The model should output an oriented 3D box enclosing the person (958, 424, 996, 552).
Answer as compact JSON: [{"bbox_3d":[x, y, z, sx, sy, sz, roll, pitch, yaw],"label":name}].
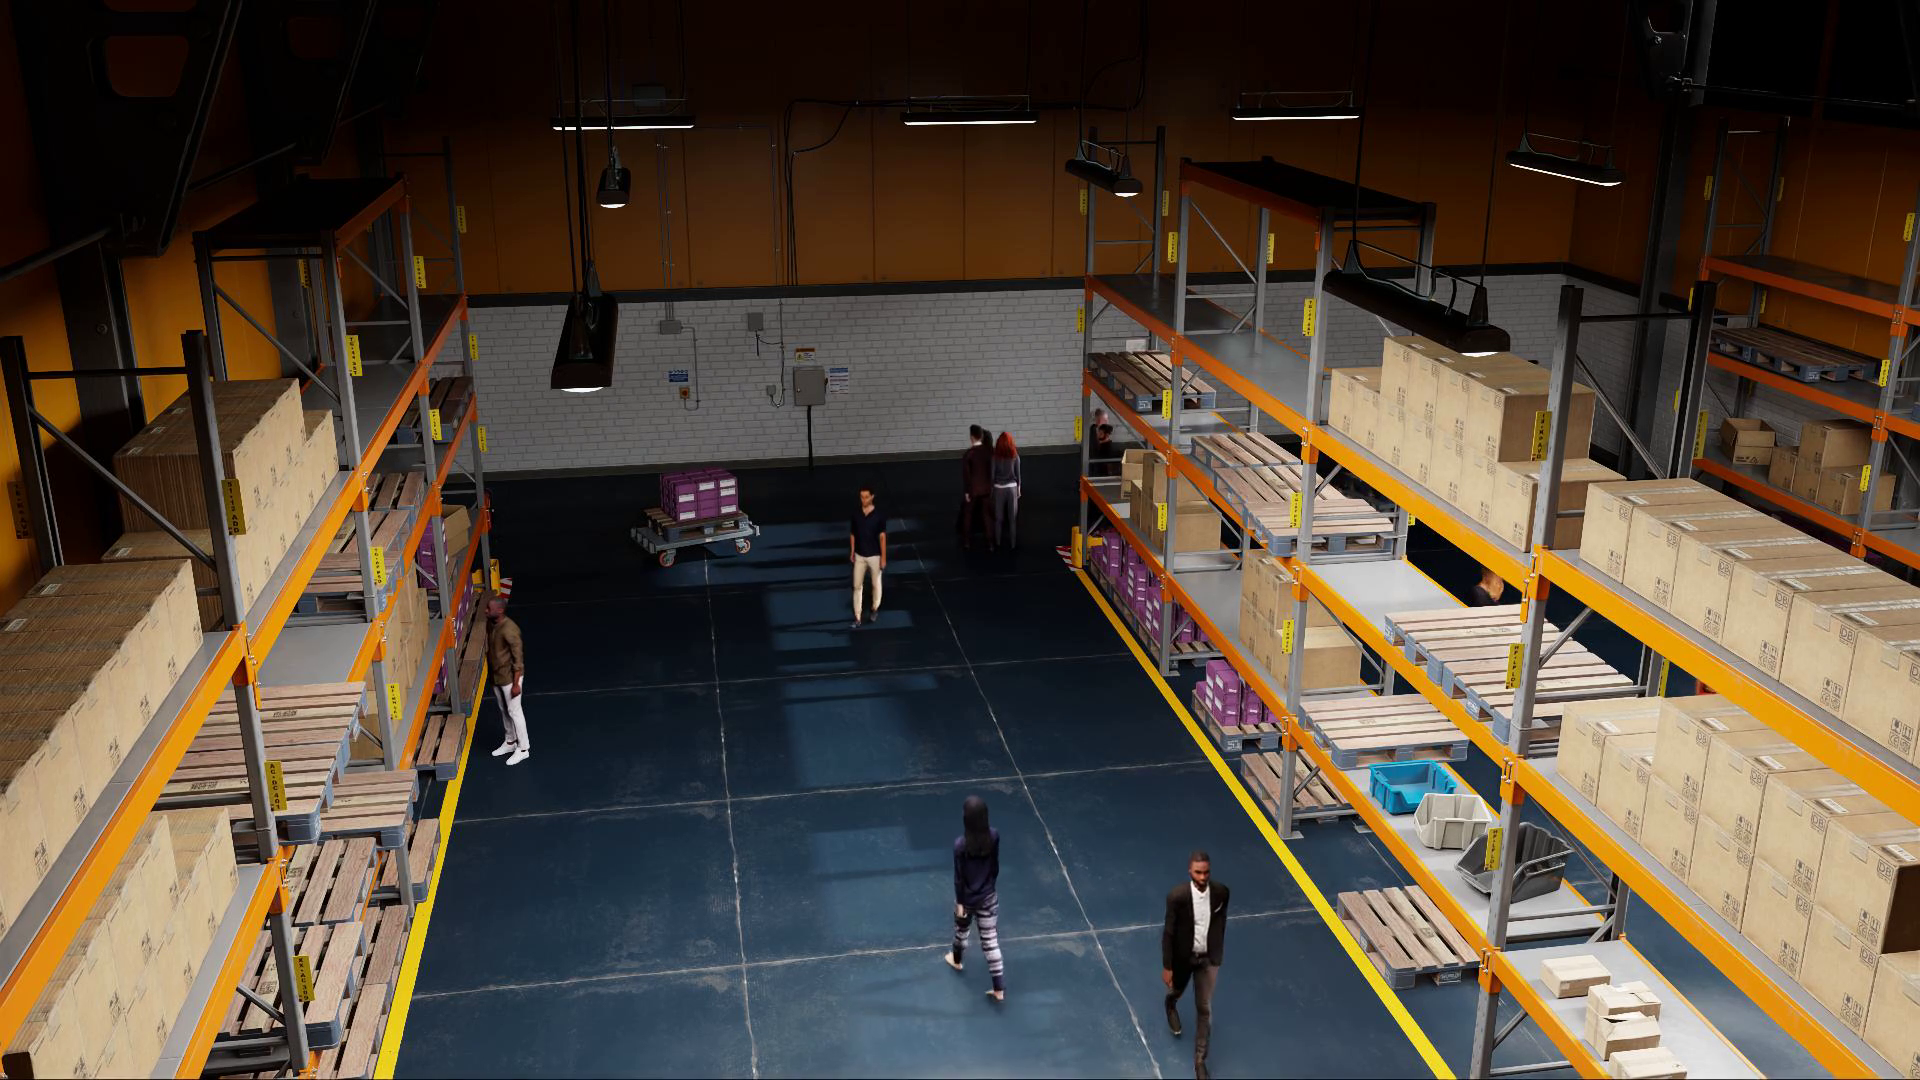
[{"bbox_3d":[0.320,-0.711,23.662,0.839,1.841,1.076,-8,20,-23],"label":"person"}]

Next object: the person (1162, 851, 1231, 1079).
[{"bbox_3d":[1.723,3.096,12.492,0.688,1.756,1.181,-2,19,-7],"label":"person"}]

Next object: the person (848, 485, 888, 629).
[{"bbox_3d":[-1.131,0.162,21.079,0.900,1.835,1.051,4,19,13],"label":"person"}]

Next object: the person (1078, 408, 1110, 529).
[{"bbox_3d":[2.031,-1.083,24.803,0.964,1.817,0.747,-4,19,-12],"label":"person"}]

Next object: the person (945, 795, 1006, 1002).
[{"bbox_3d":[0.181,2.873,13.257,0.855,1.689,1.181,-10,21,-28],"label":"person"}]

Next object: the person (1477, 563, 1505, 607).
[{"bbox_3d":[5.992,1.027,18.754,0.797,1.680,1.075,-10,21,-28],"label":"person"}]

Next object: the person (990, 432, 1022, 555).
[{"bbox_3d":[0.642,-0.678,23.661,0.609,1.780,0.530,-1,19,-3],"label":"person"}]

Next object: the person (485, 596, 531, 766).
[{"bbox_3d":[-4.730,1.429,17.333,0.861,1.825,0.735,-17,25,-41],"label":"person"}]

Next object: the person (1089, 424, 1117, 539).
[{"bbox_3d":[2.204,-0.853,24.240,0.792,1.741,0.681,2,19,5],"label":"person"}]

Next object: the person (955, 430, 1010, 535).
[{"bbox_3d":[0.430,-0.824,24.388,0.774,1.592,1.059,-6,20,-18],"label":"person"}]
